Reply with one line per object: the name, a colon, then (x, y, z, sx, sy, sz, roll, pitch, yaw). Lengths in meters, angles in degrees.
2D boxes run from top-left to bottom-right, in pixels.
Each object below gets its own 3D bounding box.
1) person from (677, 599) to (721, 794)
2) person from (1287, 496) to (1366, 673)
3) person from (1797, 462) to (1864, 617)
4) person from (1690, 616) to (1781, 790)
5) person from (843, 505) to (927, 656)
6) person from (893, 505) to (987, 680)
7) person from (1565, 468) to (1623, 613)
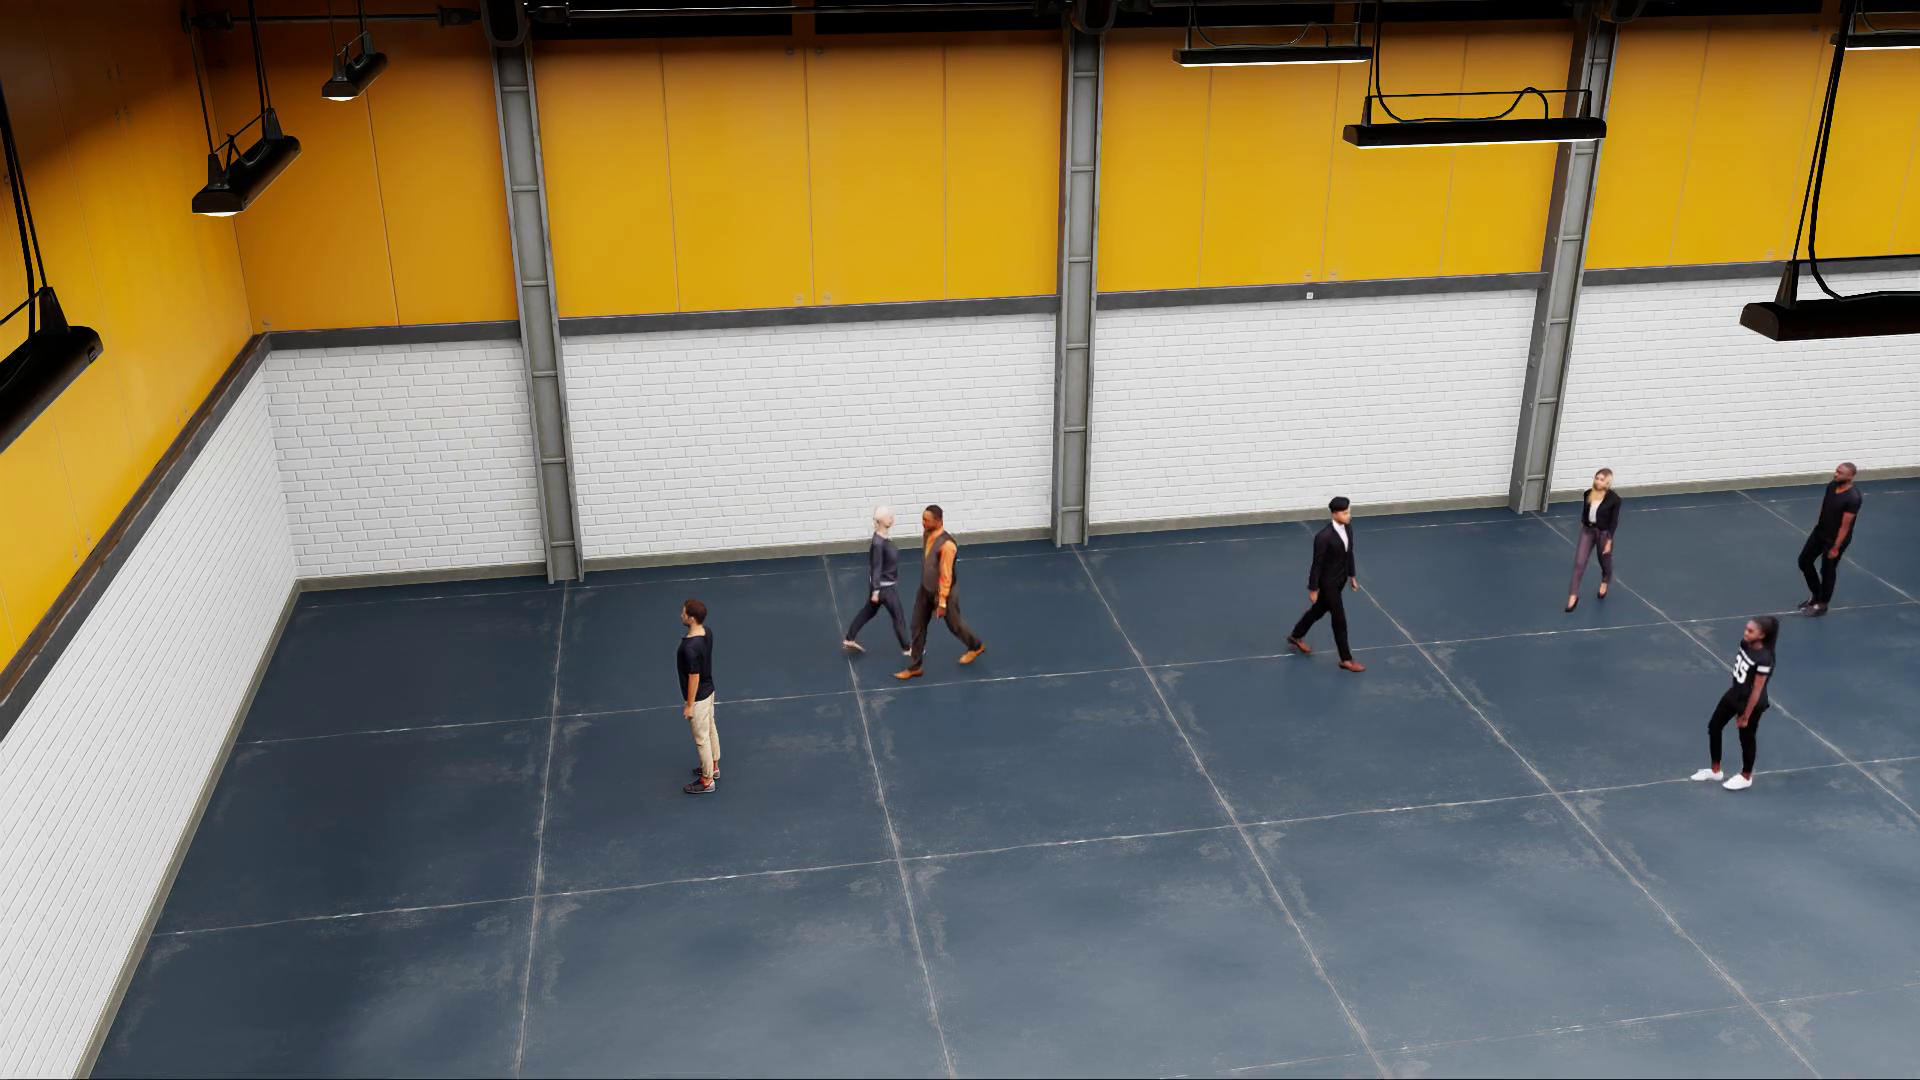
person: (-2.321, 1.374, 14.842, 0.626, 1.859, 0.687, 3, 24, 6)
person: (3.739, 0.399, 17.096, 1.225, 1.839, 1.236, 20, 30, 38)
person: (9.543, -0.009, 18.068, 0.628, 1.809, 0.669, -3, 24, -7)
person: (7.081, 1.458, 14.828, 0.752, 1.715, 0.643, -3, 24, -7)
person: (-0.882, 0.435, 17.196, 1.140, 1.694, 0.725, -1, 24, -1)
person: (-0.109, 0.520, 16.798, 1.392, 1.857, 1.056, -14, 27, -30)
person: (7.069, -0.014, 18.317, 0.974, 1.618, 1.100, 20, 31, 38)
